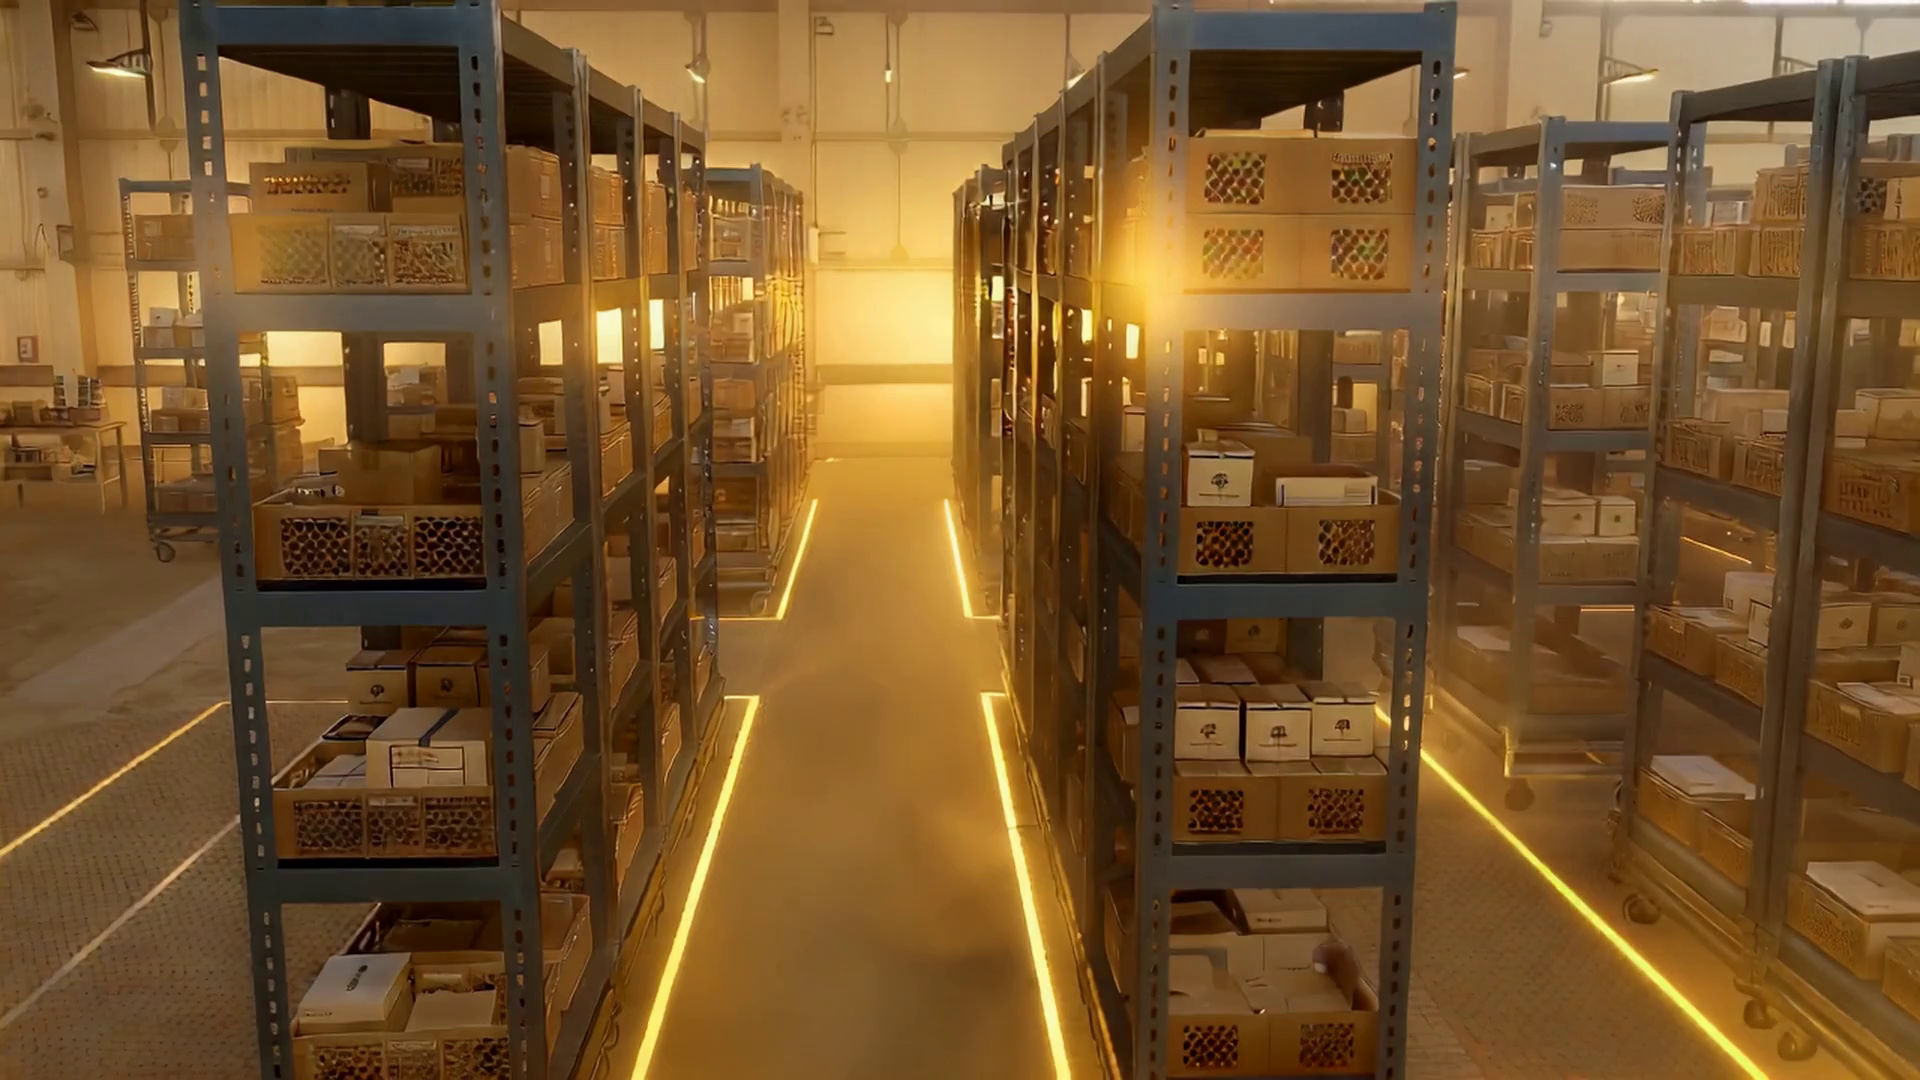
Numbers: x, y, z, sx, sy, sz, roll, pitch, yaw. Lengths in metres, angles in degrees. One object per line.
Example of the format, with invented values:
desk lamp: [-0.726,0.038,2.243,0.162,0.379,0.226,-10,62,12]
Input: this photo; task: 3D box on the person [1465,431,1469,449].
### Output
person: [6.447,-1.645,21.138,0.459,1.825,0.594,-2,10,-13]
